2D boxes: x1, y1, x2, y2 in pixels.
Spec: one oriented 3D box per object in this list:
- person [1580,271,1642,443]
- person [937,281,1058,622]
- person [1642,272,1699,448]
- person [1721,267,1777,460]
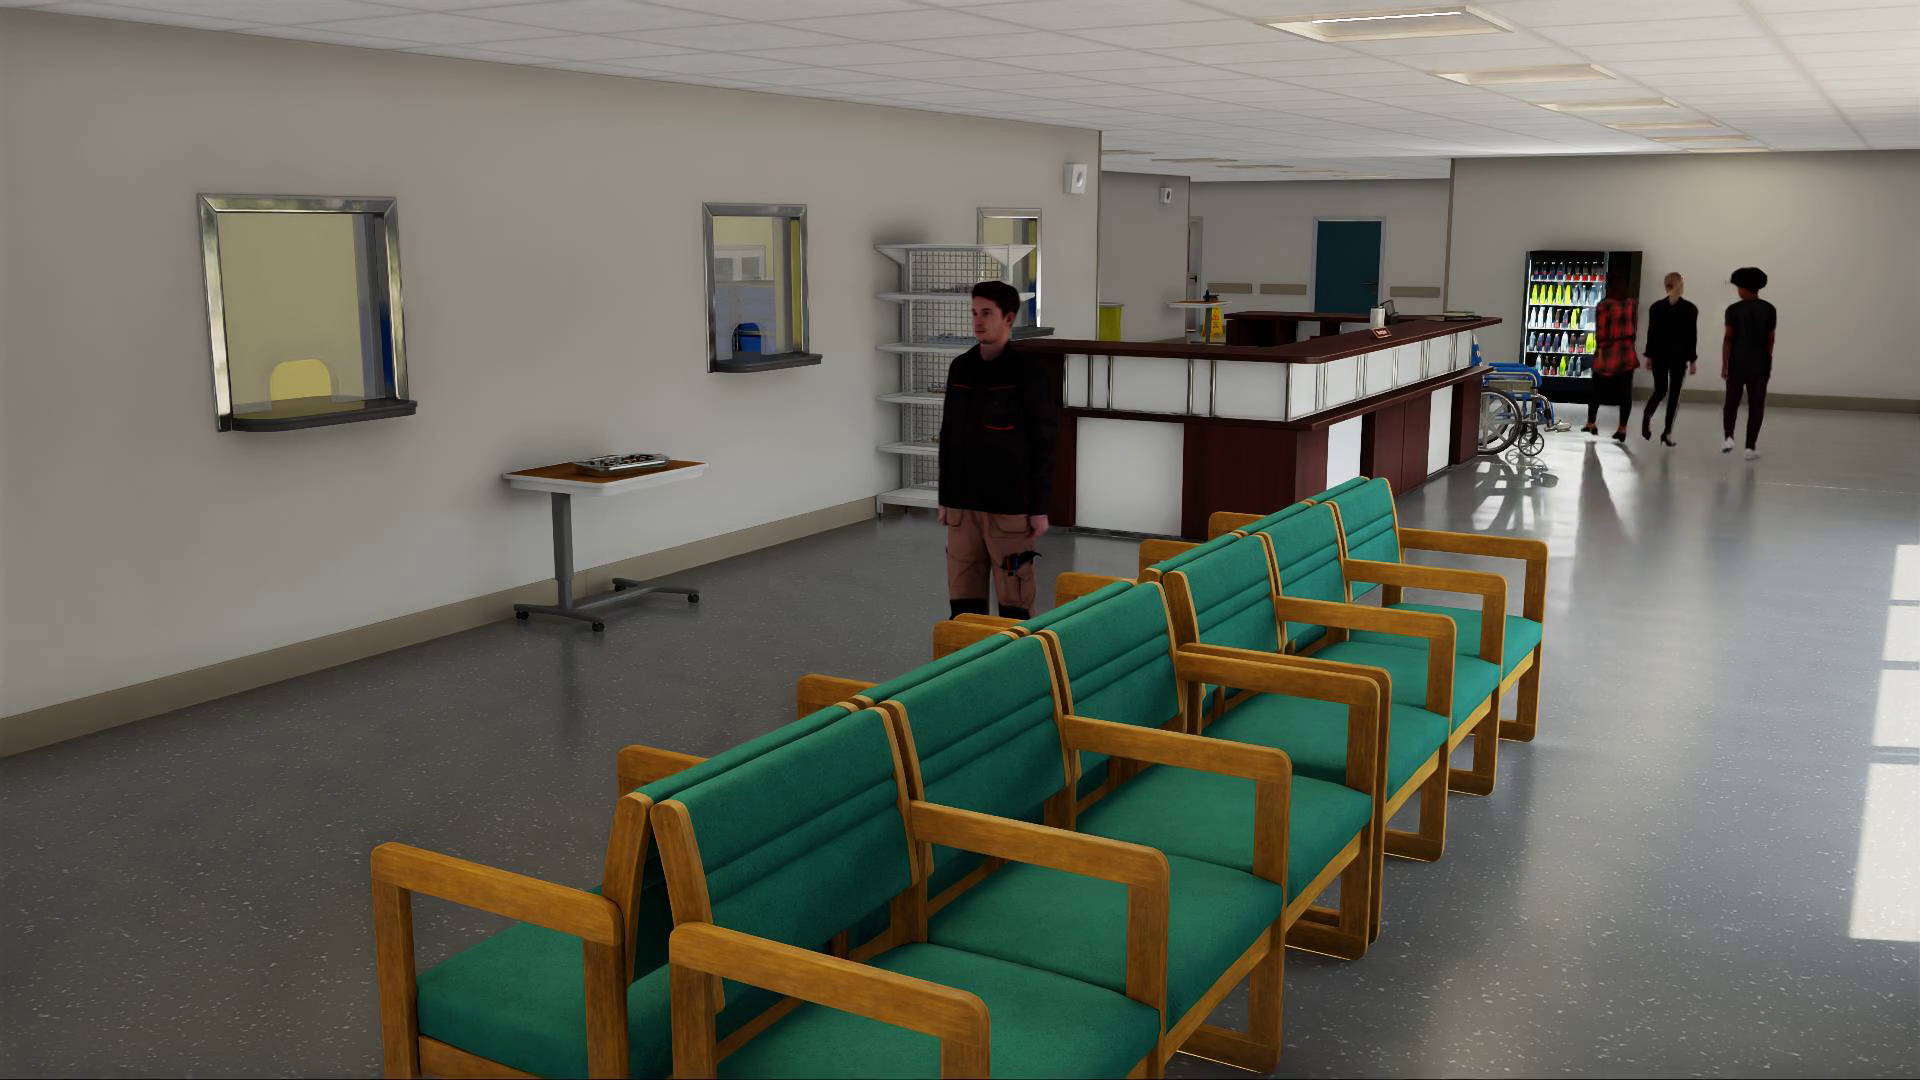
[{"bbox_3d":[6.571,-1.810,16.565,0.920,1.675,0.940,-1,11,-3],"label":"person"},{"bbox_3d":[0.141,-0.125,7.013,0.518,1.925,0.746,6,12,30],"label":"person"},{"bbox_3d":[6.782,-1.704,15.975,0.818,1.687,0.809,-10,14,-41],"label":"person"},{"bbox_3d":[7.266,-1.631,15.373,0.598,1.767,0.671,5,12,23],"label":"person"}]
